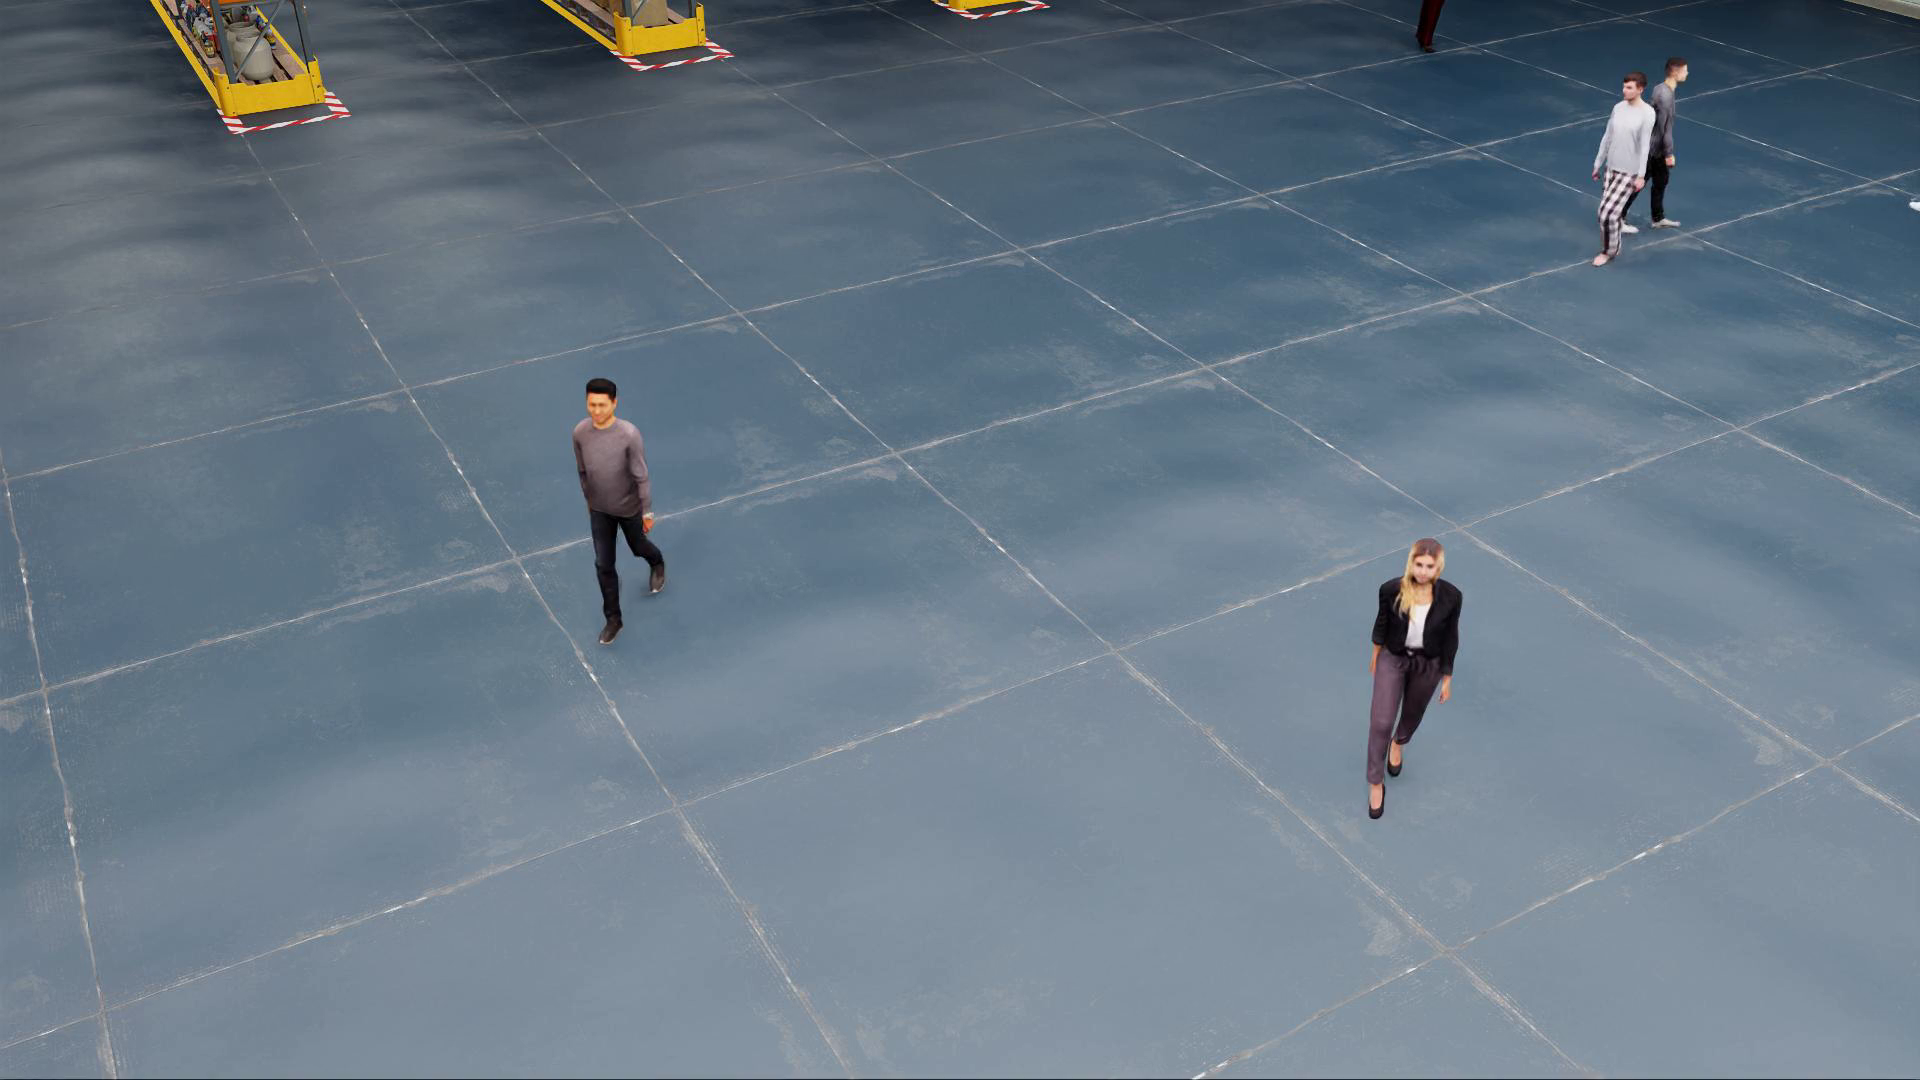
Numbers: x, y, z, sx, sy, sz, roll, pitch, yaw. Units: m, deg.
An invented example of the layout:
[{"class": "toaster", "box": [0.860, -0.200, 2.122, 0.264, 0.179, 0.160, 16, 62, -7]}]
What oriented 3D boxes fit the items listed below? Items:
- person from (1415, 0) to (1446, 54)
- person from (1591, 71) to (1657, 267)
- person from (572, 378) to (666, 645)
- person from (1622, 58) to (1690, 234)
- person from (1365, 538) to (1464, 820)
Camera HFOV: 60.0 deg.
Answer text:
[{"class": "person", "box": [6.228, -7.308, 21.754, 0.830, 1.757, 0.753, 5, 33, 8]}, {"class": "person", "box": [6.296, -3.492, 15.633, 0.732, 1.833, 0.674, -15, 35, -22]}, {"class": "person", "box": [-2.137, -0.261, 10.603, 1.208, 1.735, 1.120, -13, 34, -19]}, {"class": "person", "box": [6.678, -3.827, 16.255, 1.021, 1.737, 0.950, 10, 34, 15]}, {"class": "person", "box": [2.494, 0.671, 9.209, 0.929, 1.646, 1.016, 5, 33, 9]}]
